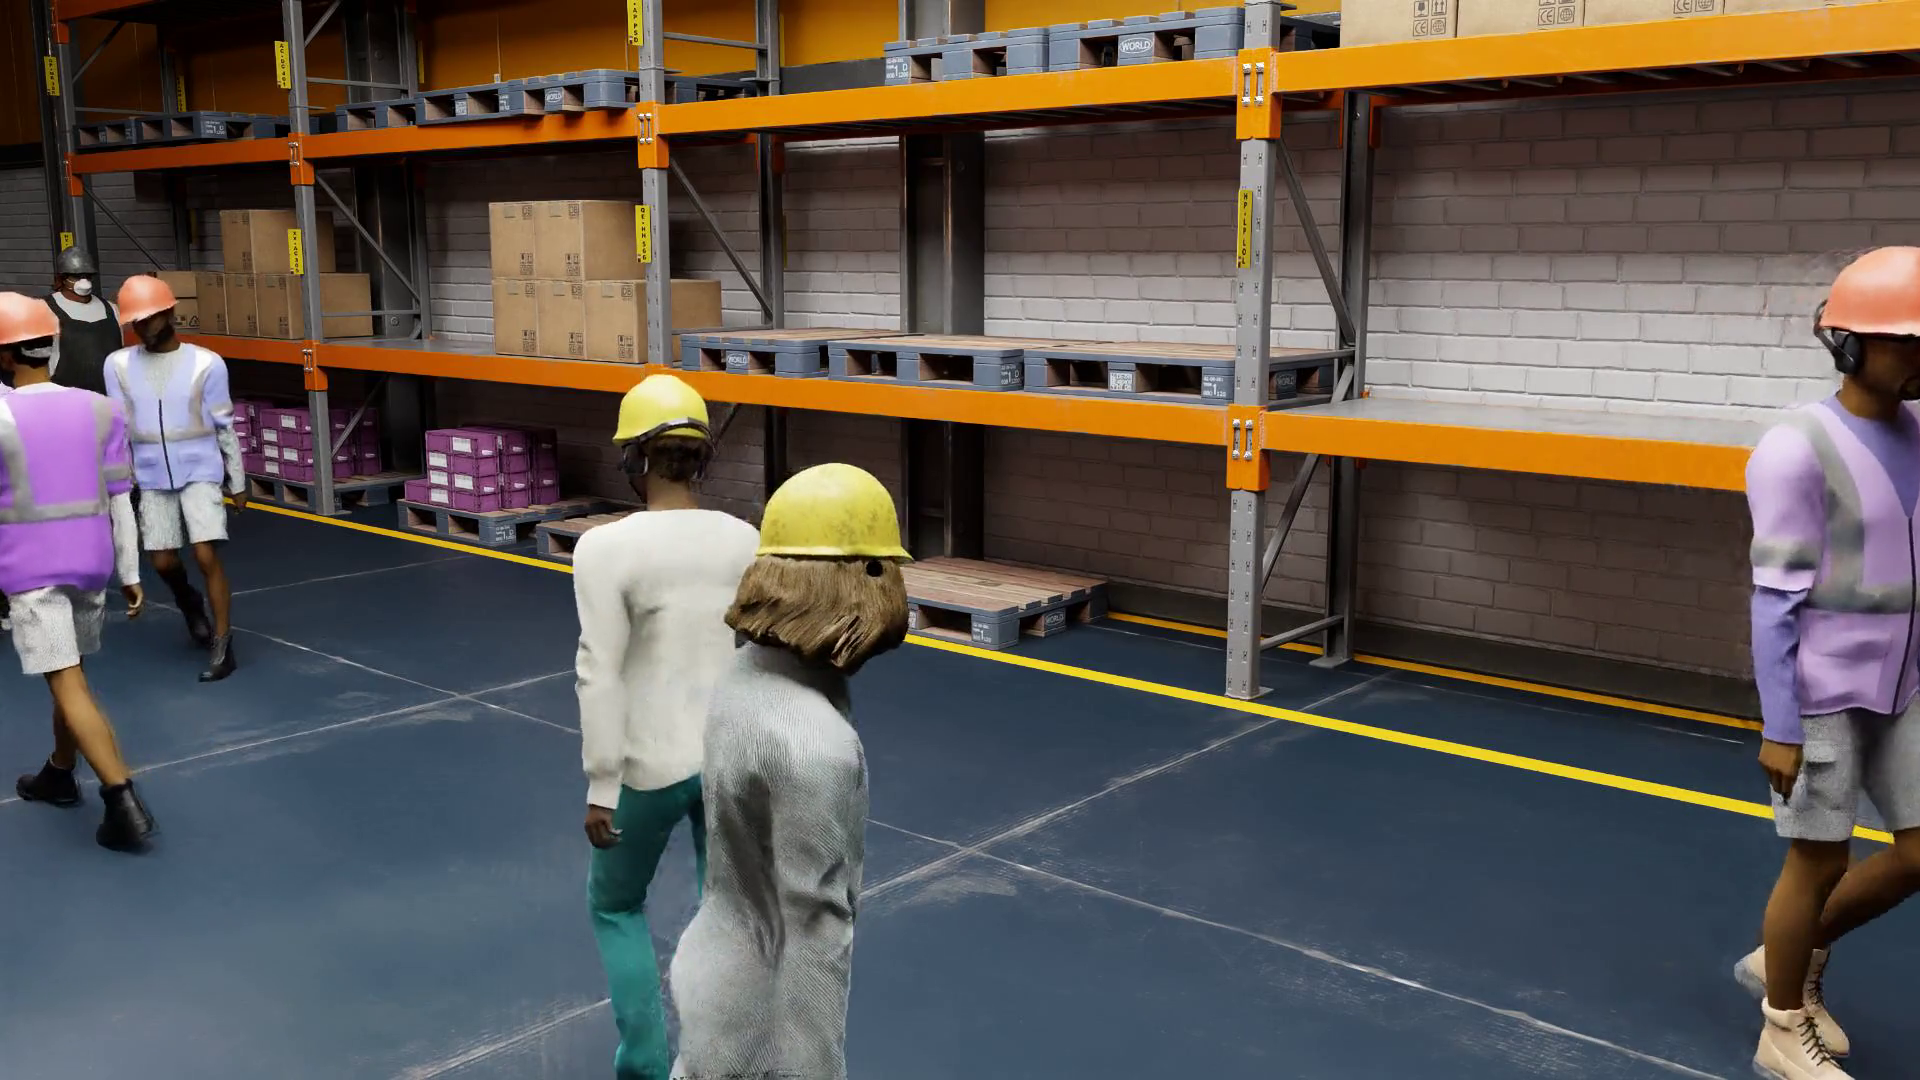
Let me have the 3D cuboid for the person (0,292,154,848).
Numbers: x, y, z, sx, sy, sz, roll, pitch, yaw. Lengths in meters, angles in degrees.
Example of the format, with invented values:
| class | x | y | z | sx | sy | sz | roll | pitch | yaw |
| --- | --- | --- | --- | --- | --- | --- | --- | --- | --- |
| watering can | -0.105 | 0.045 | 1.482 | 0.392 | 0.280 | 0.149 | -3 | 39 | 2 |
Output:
| class | x | y | z | sx | sy | sz | roll | pitch | yaw |
| --- | --- | --- | --- | --- | --- | --- | --- | --- | --- |
| person | -3.096 | 0.098 | 5.701 | 0.997 | 1.890 | 0.546 | 7 | 12 | 34 |

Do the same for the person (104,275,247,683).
| class | x | y | z | sx | sy | sz | roll | pitch | yaw |
| --- | --- | --- | --- | --- | --- | --- | --- | --- | --- |
| person | -3.717 | -0.314 | 7.971 | 0.560 | 1.910 | 0.742 | -2 | 10 | -9 |

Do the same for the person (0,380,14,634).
| class | x | y | z | sx | sy | sz | roll | pitch | yaw |
| --- | --- | --- | --- | --- | --- | --- | --- | --- | --- |
| person | -5.010 | -0.389 | 8.485 | 0.614 | 1.863 | 0.998 | -6 | 11 | -30 |

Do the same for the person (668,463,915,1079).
| class | x | y | z | sx | sy | sz | roll | pitch | yaw |
| --- | --- | --- | --- | --- | --- | --- | --- | --- | --- |
| person | -0.250 | 0.738 | 2.573 | 0.813 | 1.696 | 0.580 | -3 | 10 | -18 |

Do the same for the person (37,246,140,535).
| class | x | y | z | sx | sy | sz | roll | pitch | yaw |
| --- | --- | --- | --- | --- | --- | --- | --- | --- | --- |
| person | -6.013 | -1.002 | 11.488 | 0.536 | 2.000 | 0.677 | 6 | 12 | 32 |

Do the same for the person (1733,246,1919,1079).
| class | x | y | z | sx | sy | sz | roll | pitch | yaw |
| --- | --- | --- | --- | --- | --- | --- | --- | --- | --- |
| person | 2.076 | 0.346 | 3.852 | 0.630 | 2.023 | 0.424 | -5 | 11 | -26 |

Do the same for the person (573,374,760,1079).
| class | x | y | z | sx | sy | sz | roll | pitch | yaw |
| --- | --- | --- | --- | --- | --- | --- | --- | --- | --- |
| person | -0.651 | 0.501 | 3.772 | 0.562 | 1.732 | 0.543 | -9 | 14 | -42 |
